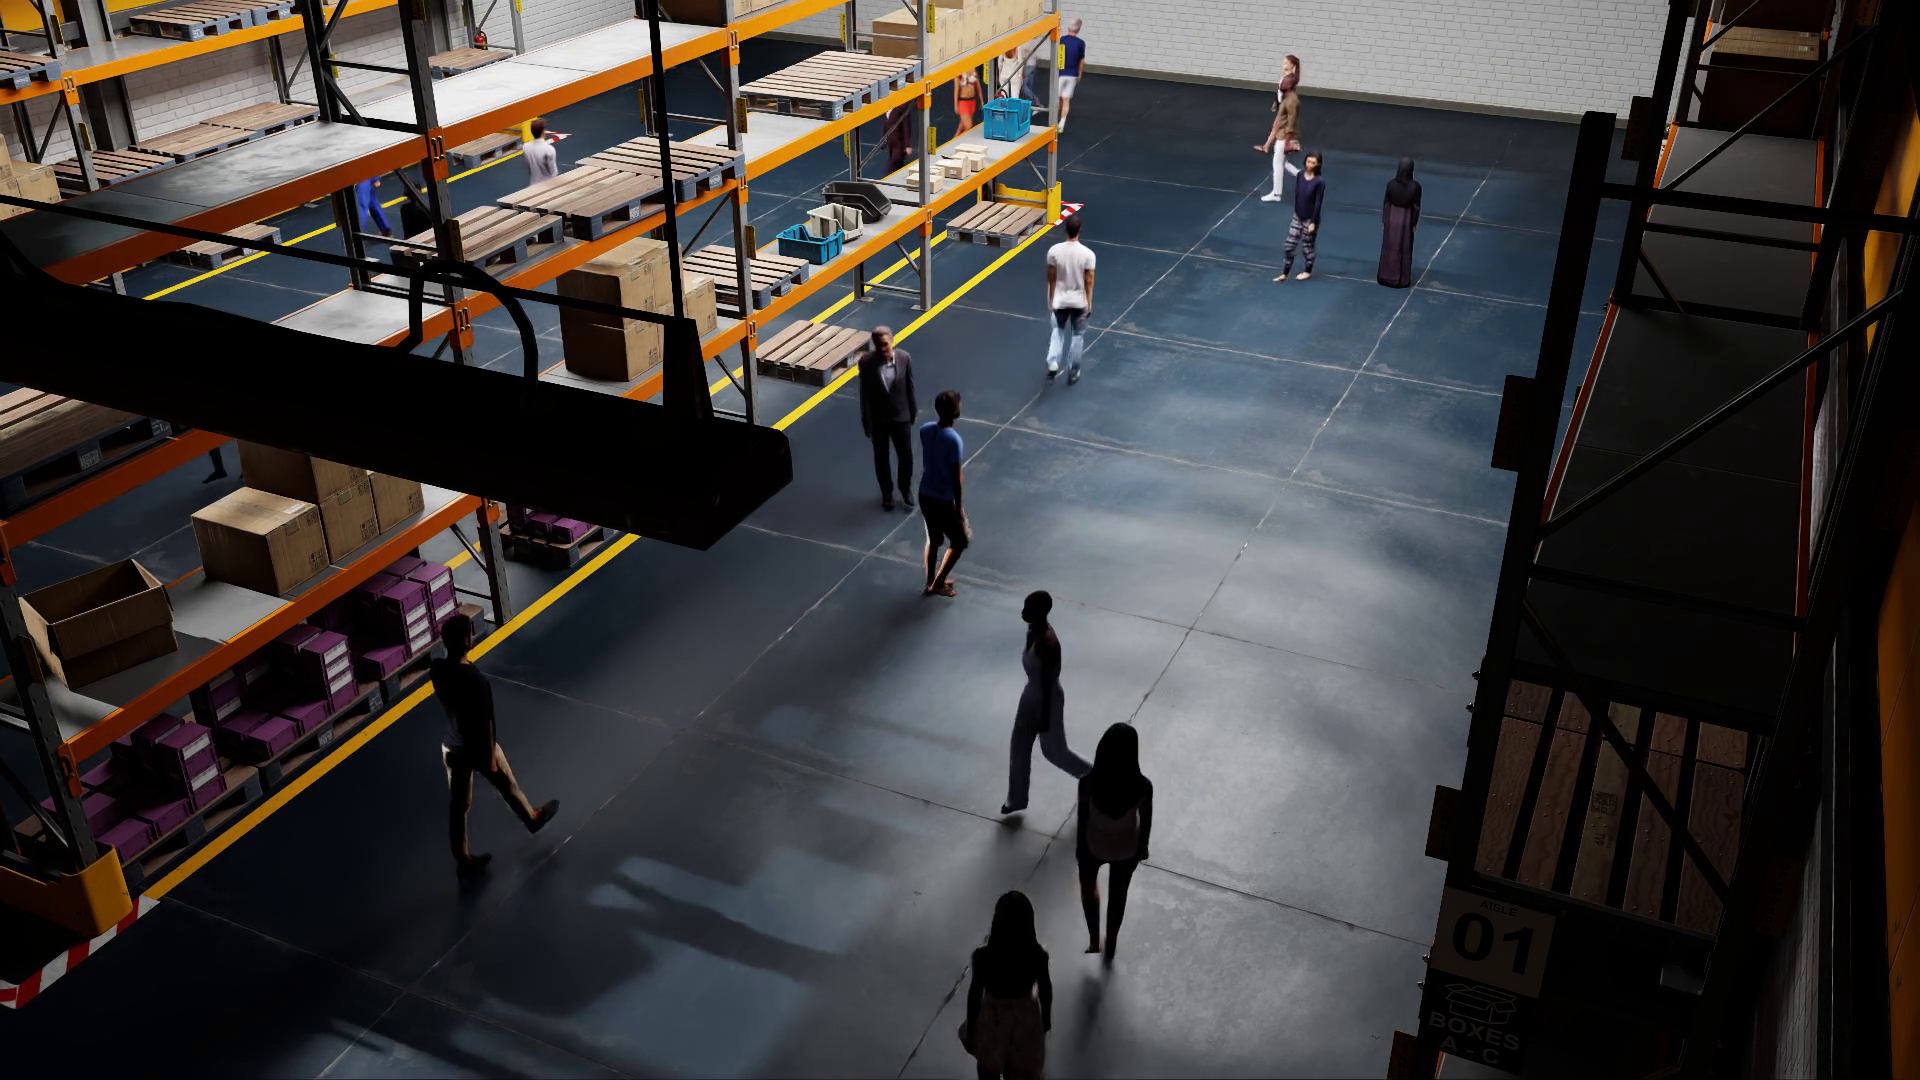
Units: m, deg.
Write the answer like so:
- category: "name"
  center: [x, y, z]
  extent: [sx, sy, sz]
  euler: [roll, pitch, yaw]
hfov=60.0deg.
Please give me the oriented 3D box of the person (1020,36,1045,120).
- category: "person"
  center: [1.206, -7.841, 27.657]
  extent: [0.743, 1.714, 0.701]
  euler: [16, 33, 27]

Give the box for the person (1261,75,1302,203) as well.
- category: "person"
  center: [4.705, -5.704, 23.641]
  extent: [0.952, 1.807, 0.949]
  euler: [3, 29, 5]

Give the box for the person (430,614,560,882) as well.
- category: "person"
  center: [-3.197, 1.383, 10.642]
  extent: [0.698, 1.814, 1.076]
  euler: [15, 32, 26]

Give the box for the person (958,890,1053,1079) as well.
- category: "person"
  center: [0.252, 2.581, 8.502]
  extent: [0.786, 1.762, 0.841]
  euler: [-1, 29, -2]

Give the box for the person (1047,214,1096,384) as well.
- category: "person"
  center: [1.166, -2.530, 17.782]
  extent: [0.722, 1.848, 0.761]
  euler: [8, 30, 14]

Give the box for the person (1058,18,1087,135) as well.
- category: "person"
  center: [1.742, -7.476, 26.915]
  extent: [0.858, 1.785, 0.902]
  euler: [-2, 29, -3]

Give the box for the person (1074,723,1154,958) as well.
- category: "person"
  center: [0.890, 1.860, 9.894]
  extent: [0.707, 1.693, 0.753]
  euler: [2, 29, 4]

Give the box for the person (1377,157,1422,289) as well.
- category: "person"
  center: [5.453, -3.954, 20.636]
  extent: [0.599, 1.614, 0.573]
  euler: [14, 31, 23]

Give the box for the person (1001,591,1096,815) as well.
- category: "person"
  center: [0.651, 1.112, 11.204]
  extent: [1.043, 1.753, 1.001]
  euler: [-6, 29, -11]

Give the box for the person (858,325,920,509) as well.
- category: "person"
  center: [-0.694, -1.161, 15.308]
  extent: [0.852, 1.813, 0.885]
  euler: [-7, 29, -12]

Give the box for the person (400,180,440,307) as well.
- category: "person"
  center: [-6.264, -3.264, 19.233]
  extent: [0.622, 1.746, 0.653]
  euler: [13, 31, 22]

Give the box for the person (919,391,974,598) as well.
- category: "person"
  center: [-0.222, -0.332, 13.751]
  extent: [0.765, 1.848, 0.801]
  euler: [24, 37, 37]

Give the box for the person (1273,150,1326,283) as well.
- category: "person"
  center: [4.376, -4.031, 20.689]
  extent: [0.982, 1.699, 0.860]
  euler: [-19, 34, -31]

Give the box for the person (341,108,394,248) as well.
- category: "person"
  center: [-7.827, -4.793, 21.954]
  extent: [0.810, 1.824, 1.143]
  euler: [18, 33, 29]

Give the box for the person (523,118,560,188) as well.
- category: "person"
  center: [-5.371, -4.436, 21.294]
  extent: [0.699, 1.830, 0.867]
  euler: [13, 31, 22]

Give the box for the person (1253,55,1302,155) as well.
- category: "person"
  center: [5.147, -6.743, 25.850]
  extent: [0.988, 1.517, 1.032]
  euler: [-5, 29, -8]
